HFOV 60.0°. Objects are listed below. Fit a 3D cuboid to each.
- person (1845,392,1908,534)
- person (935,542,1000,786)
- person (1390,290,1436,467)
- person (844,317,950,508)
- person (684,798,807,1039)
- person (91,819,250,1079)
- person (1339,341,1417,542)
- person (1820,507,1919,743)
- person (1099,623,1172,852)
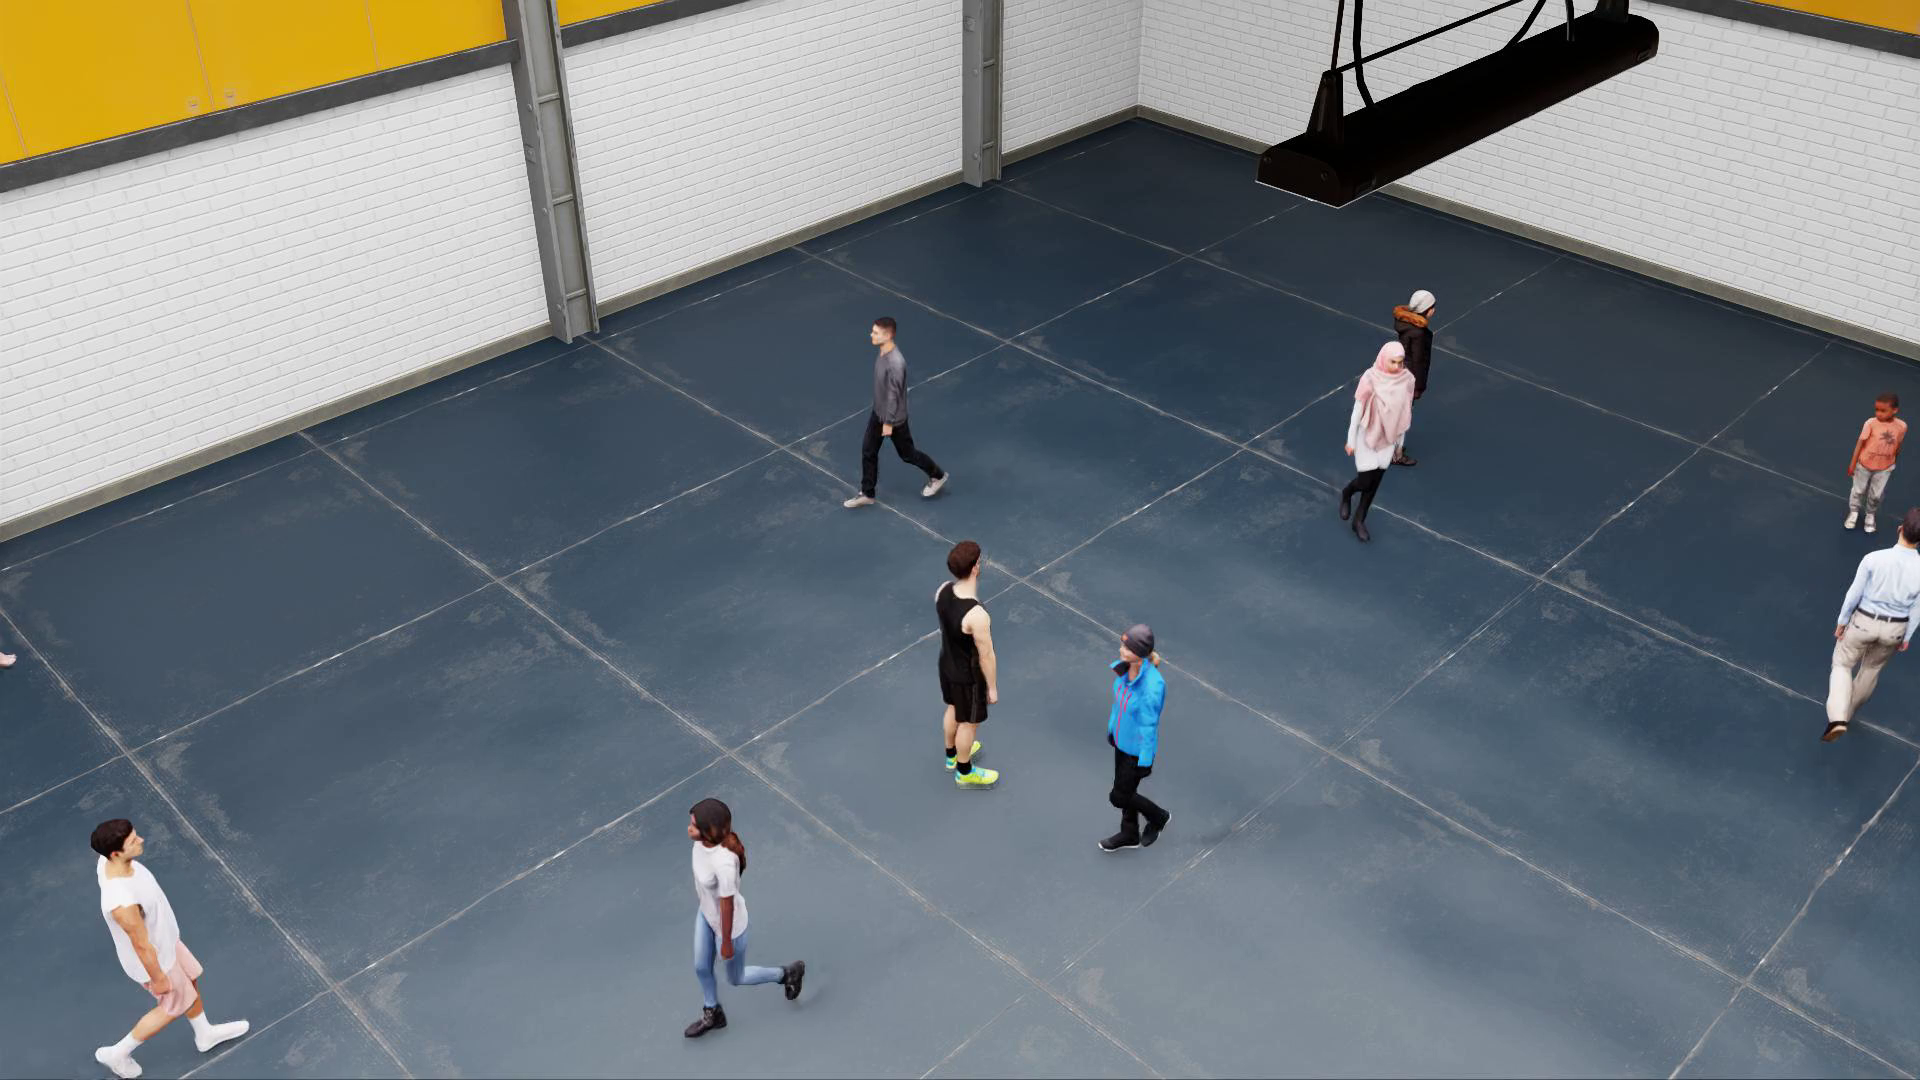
[{"bbox_3d":[7.607,-0.665,13.801,0.585,1.287,0.622,7,34,11],"label":"person"},{"bbox_3d":[0.029,0.833,11.003,0.698,1.891,0.772,-15,36,-21],"label":"person"},{"bbox_3d":[3.941,-1.444,14.657,0.796,1.636,0.747,-2,34,-4],"label":"person"},{"bbox_3d":[-0.495,-1.054,13.990,1.234,1.727,0.865,-16,37,-22],"label":"person"},{"bbox_3d":[-1.244,2.104,9.260,1.020,1.702,0.726,-18,38,-25],"label":"person"},{"bbox_3d":[-4.468,2.236,9.003,1.074,1.767,0.834,-16,37,-23],"label":"person"},{"bbox_3d":[3.381,-0.853,13.630,0.809,1.791,0.866,-5,34,-8],"label":"person"},{"bbox_3d":[6.256,0.634,11.357,0.886,1.830,1.107,13,36,19],"label":"person"},{"bbox_3d":[1.173,1.276,10.434,0.848,1.782,0.783,-10,35,-14],"label":"person"}]
